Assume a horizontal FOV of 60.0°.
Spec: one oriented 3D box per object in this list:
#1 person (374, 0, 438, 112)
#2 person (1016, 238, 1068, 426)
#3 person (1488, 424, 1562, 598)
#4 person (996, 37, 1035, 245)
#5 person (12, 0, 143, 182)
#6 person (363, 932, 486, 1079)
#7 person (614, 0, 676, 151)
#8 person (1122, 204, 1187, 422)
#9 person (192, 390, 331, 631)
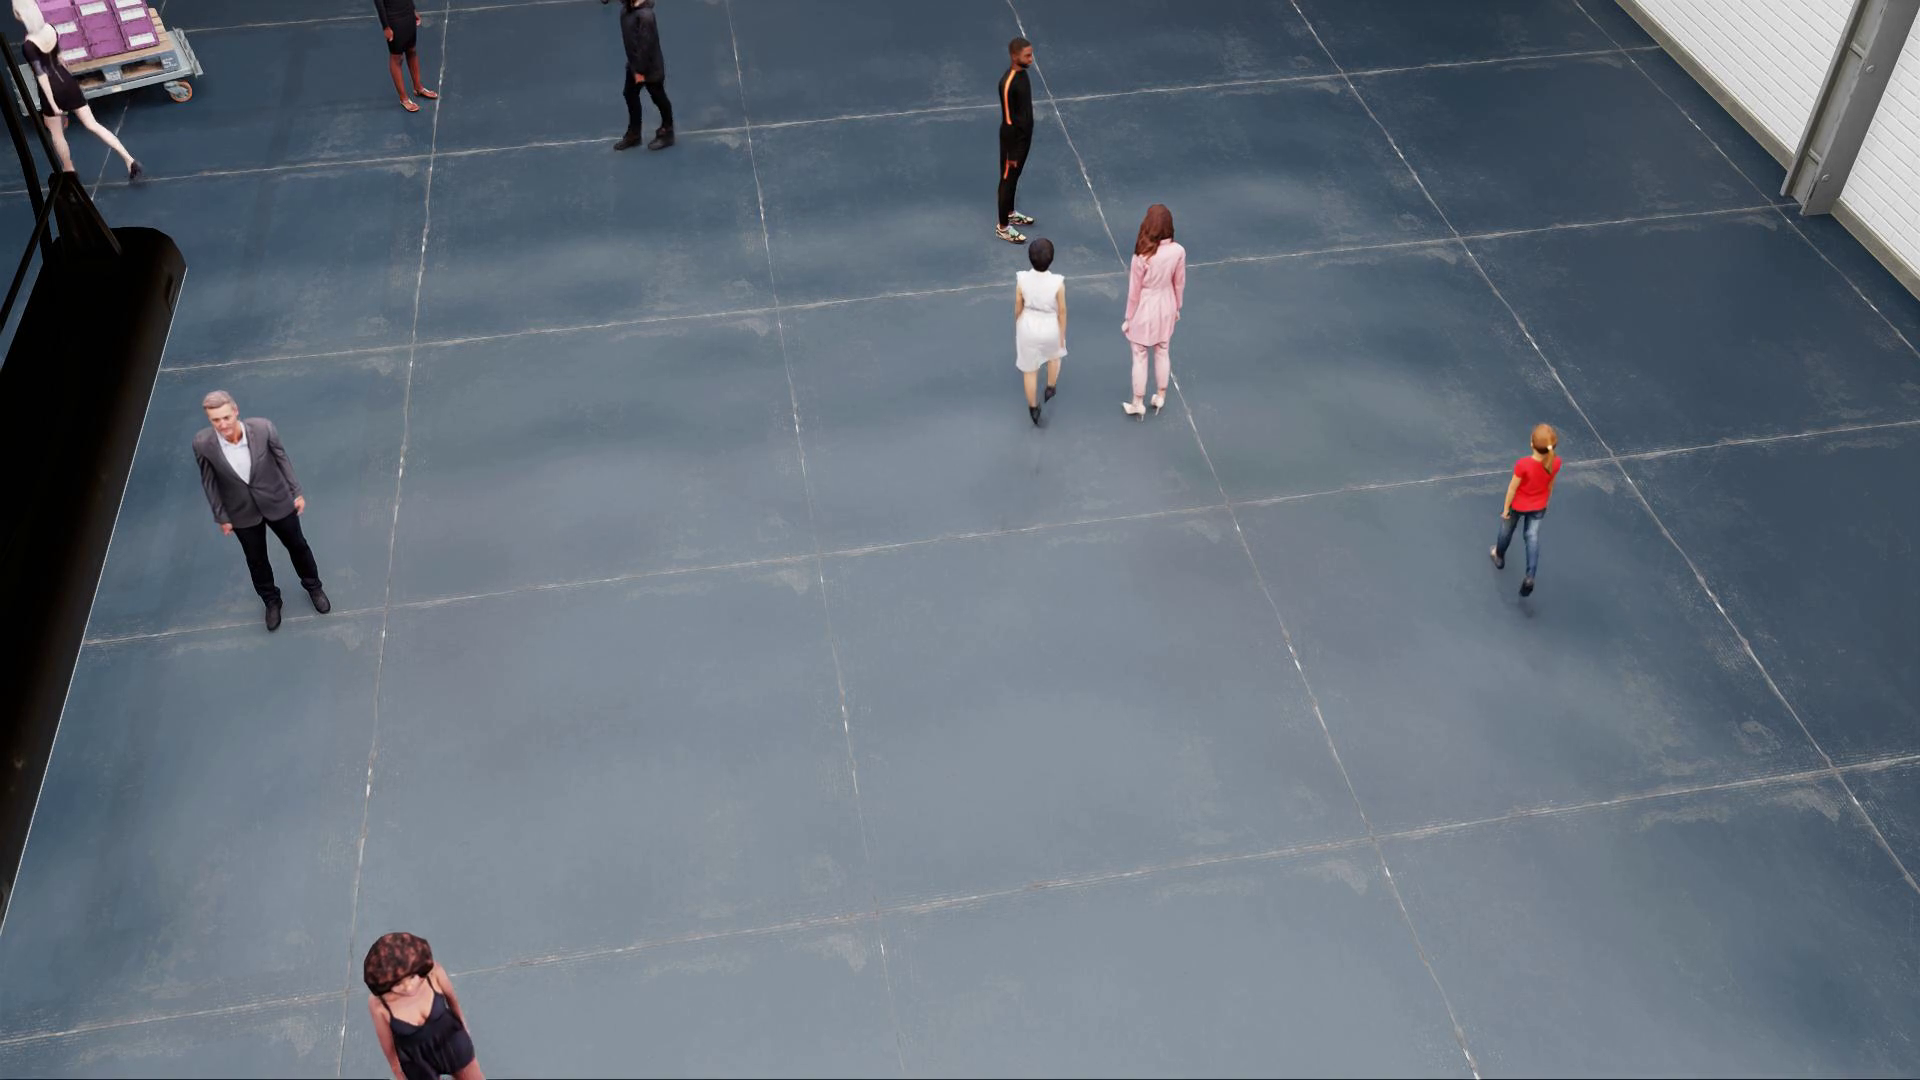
[{"bbox_3d":[-5.329,-4.951,15.765,0.743,1.719,0.663,21,48,21],"label":"person"},{"bbox_3d":[0.585,-1.491,12.267,0.683,1.537,0.795,8,44,8],"label":"person"},{"bbox_3d":[3.805,-0.192,11.078,0.568,1.295,0.834,0,44,0],"label":"person"},{"bbox_3d":[0.457,-3.407,14.080,0.763,1.809,0.628,11,45,12],"label":"person"},{"bbox_3d":[-7.815,-3.914,14.621,0.986,1.796,1.138,12,45,12],"label":"person"},{"bbox_3d":[-2.595,2.379,8.026,0.674,1.783,0.719,-26,49,-25],"label":"person"},{"bbox_3d":[-2.801,-4.385,15.142,0.891,1.760,0.870,-30,51,-27],"label":"person"},{"bbox_3d":[1.415,-1.652,12.244,0.657,1.801,0.578,-14,45,-15],"label":"person"},{"bbox_3d":[-4.517,-0.226,10.718,0.791,1.841,0.711,-20,47,-19],"label":"person"}]
